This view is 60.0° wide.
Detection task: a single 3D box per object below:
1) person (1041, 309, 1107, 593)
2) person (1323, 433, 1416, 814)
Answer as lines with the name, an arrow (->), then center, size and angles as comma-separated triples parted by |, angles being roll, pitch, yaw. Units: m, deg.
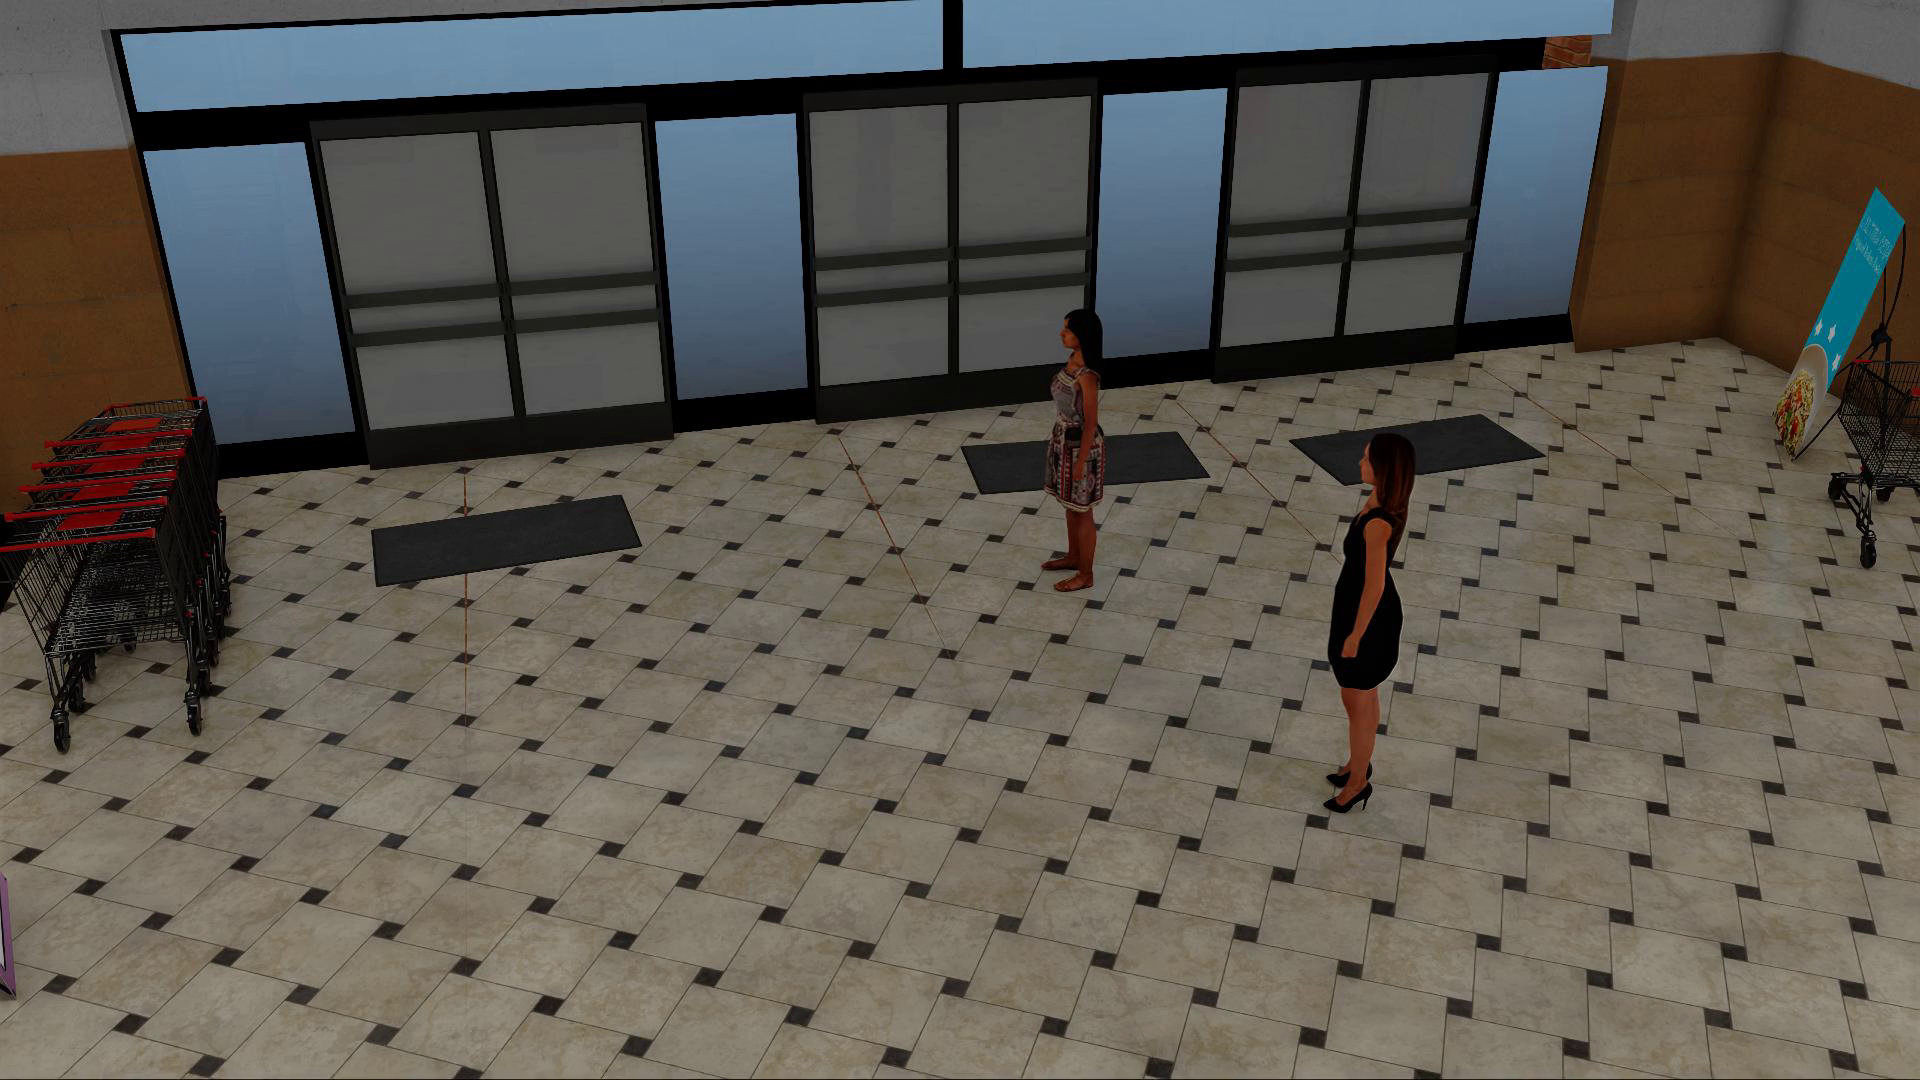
person -> 0.663, -0.512, 9.297 | 0.716, 1.645, 0.472 | -5, 27, -11
person -> 1.788, 0.385, 7.320 | 0.722, 1.835, 0.627 | 8, 28, 16
